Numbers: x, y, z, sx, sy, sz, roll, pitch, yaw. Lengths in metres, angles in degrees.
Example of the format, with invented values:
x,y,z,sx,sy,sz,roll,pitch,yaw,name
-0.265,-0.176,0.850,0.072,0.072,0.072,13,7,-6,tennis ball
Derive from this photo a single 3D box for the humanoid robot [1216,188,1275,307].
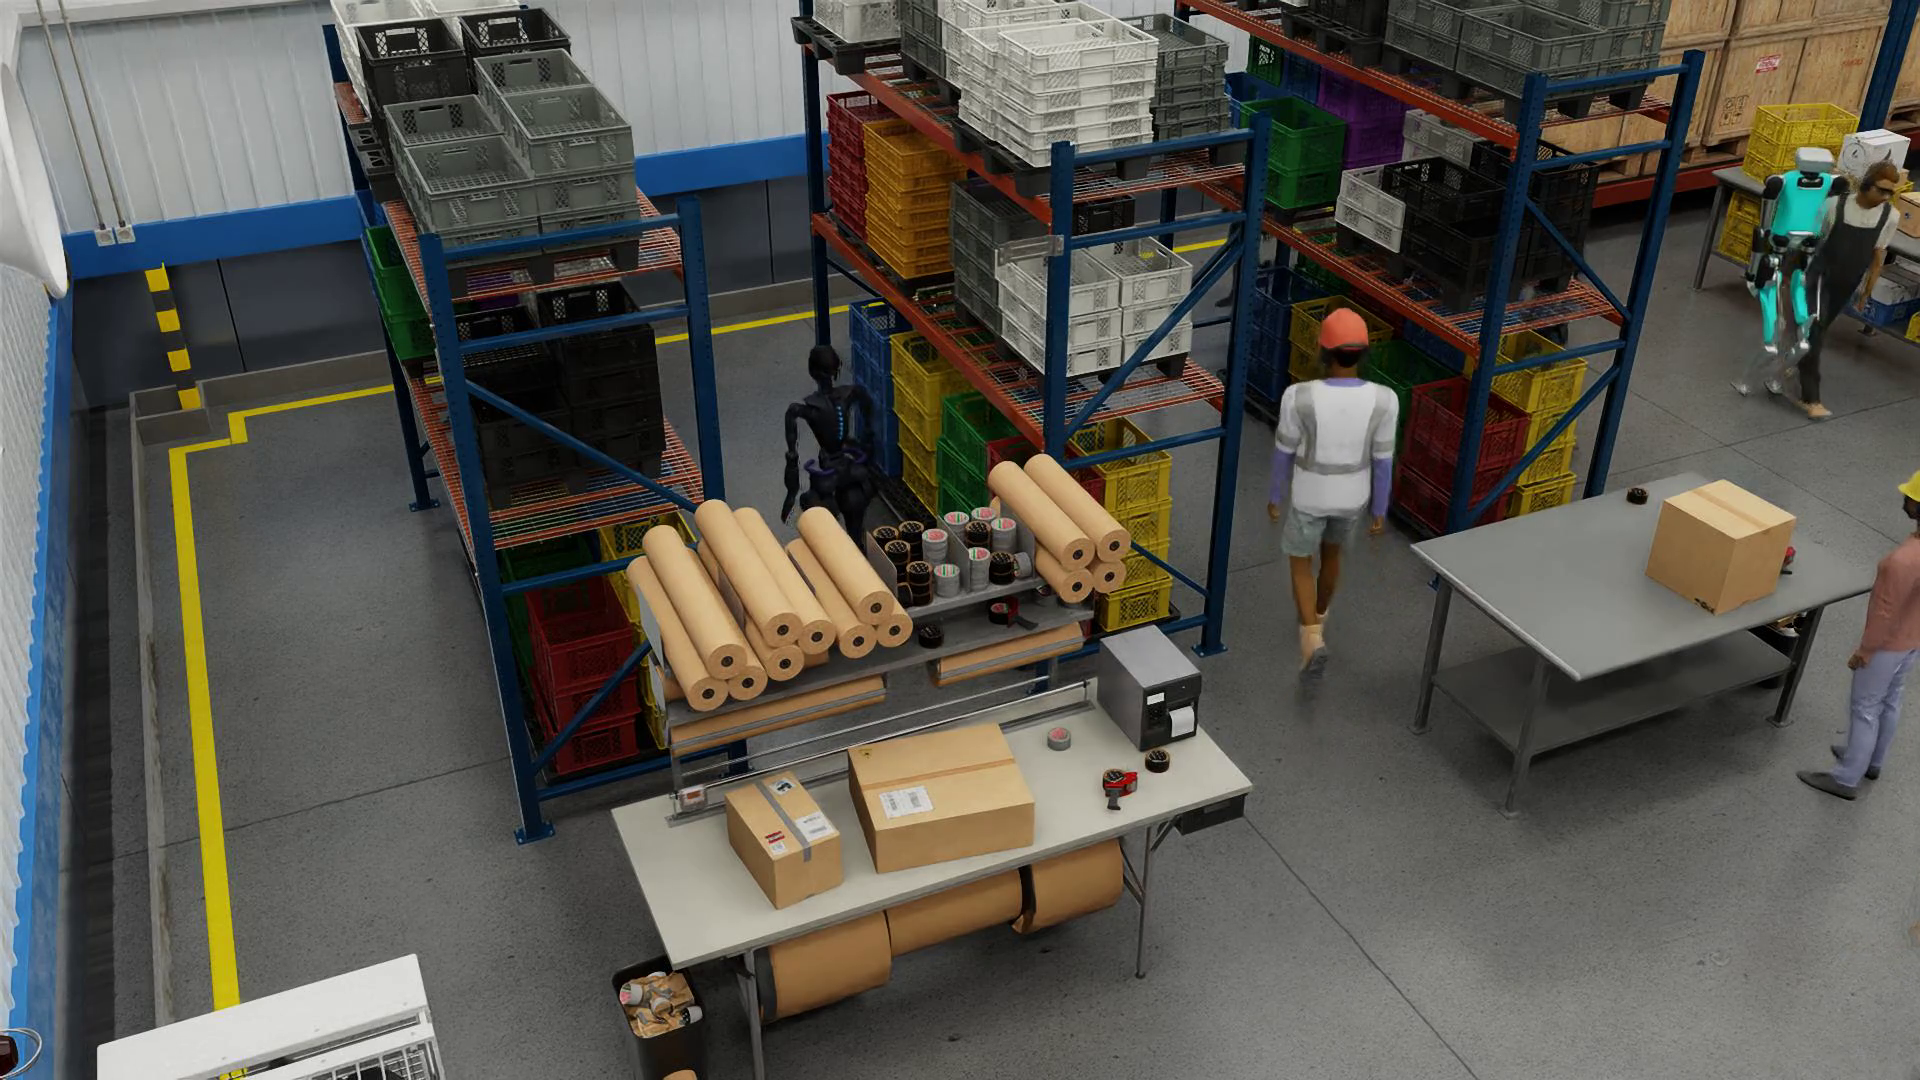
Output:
x,y,z,sx,sy,sz,roll,pitch,yaw,name
2.297,-2.604,12.871,0.554,1.642,0.615,-17,35,-25,humanoid robot

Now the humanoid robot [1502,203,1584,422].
x,y,z,sx,sy,sz,roll,pitch,yaw,name
3.824,-1.402,10.938,0.609,1.638,0.706,-13,34,-20,humanoid robot

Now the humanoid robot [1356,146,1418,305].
x,y,z,sx,sy,sz,roll,pitch,yaw,name
3.055,-2.154,12.124,0.609,1.640,0.474,-15,35,-23,humanoid robot

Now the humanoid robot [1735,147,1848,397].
x,y,z,sx,sy,sz,roll,pitch,yaw,name
5.701,-1.736,11.370,0.546,1.777,0.709,2,32,4,humanoid robot

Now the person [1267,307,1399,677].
x,y,z,sx,sy,sz,roll,pitch,yaw,name
1.931,-0.213,8.656,0.612,2.011,0.765,-1,32,-1,person

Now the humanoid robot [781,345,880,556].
x,y,z,sx,sy,sz,roll,pitch,yaw,name
-0.732,-0.341,9.197,0.594,1.634,0.692,-20,37,-29,humanoid robot

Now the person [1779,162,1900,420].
x,y,z,sx,sy,sz,roll,pitch,yaw,name
5.981,-1.782,11.433,0.561,1.778,0.942,6,32,10,person

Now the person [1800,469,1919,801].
x,y,z,sx,sy,sz,roll,pitch,yaw,name
4.367,0.436,7.834,0.532,1.766,0.324,-22,38,-32,person

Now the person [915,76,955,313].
x,y,z,sx,sy,sz,roll,pitch,yaw,name
-0.179,-2.659,12.769,0.516,1.865,0.336,-11,33,-17,person
